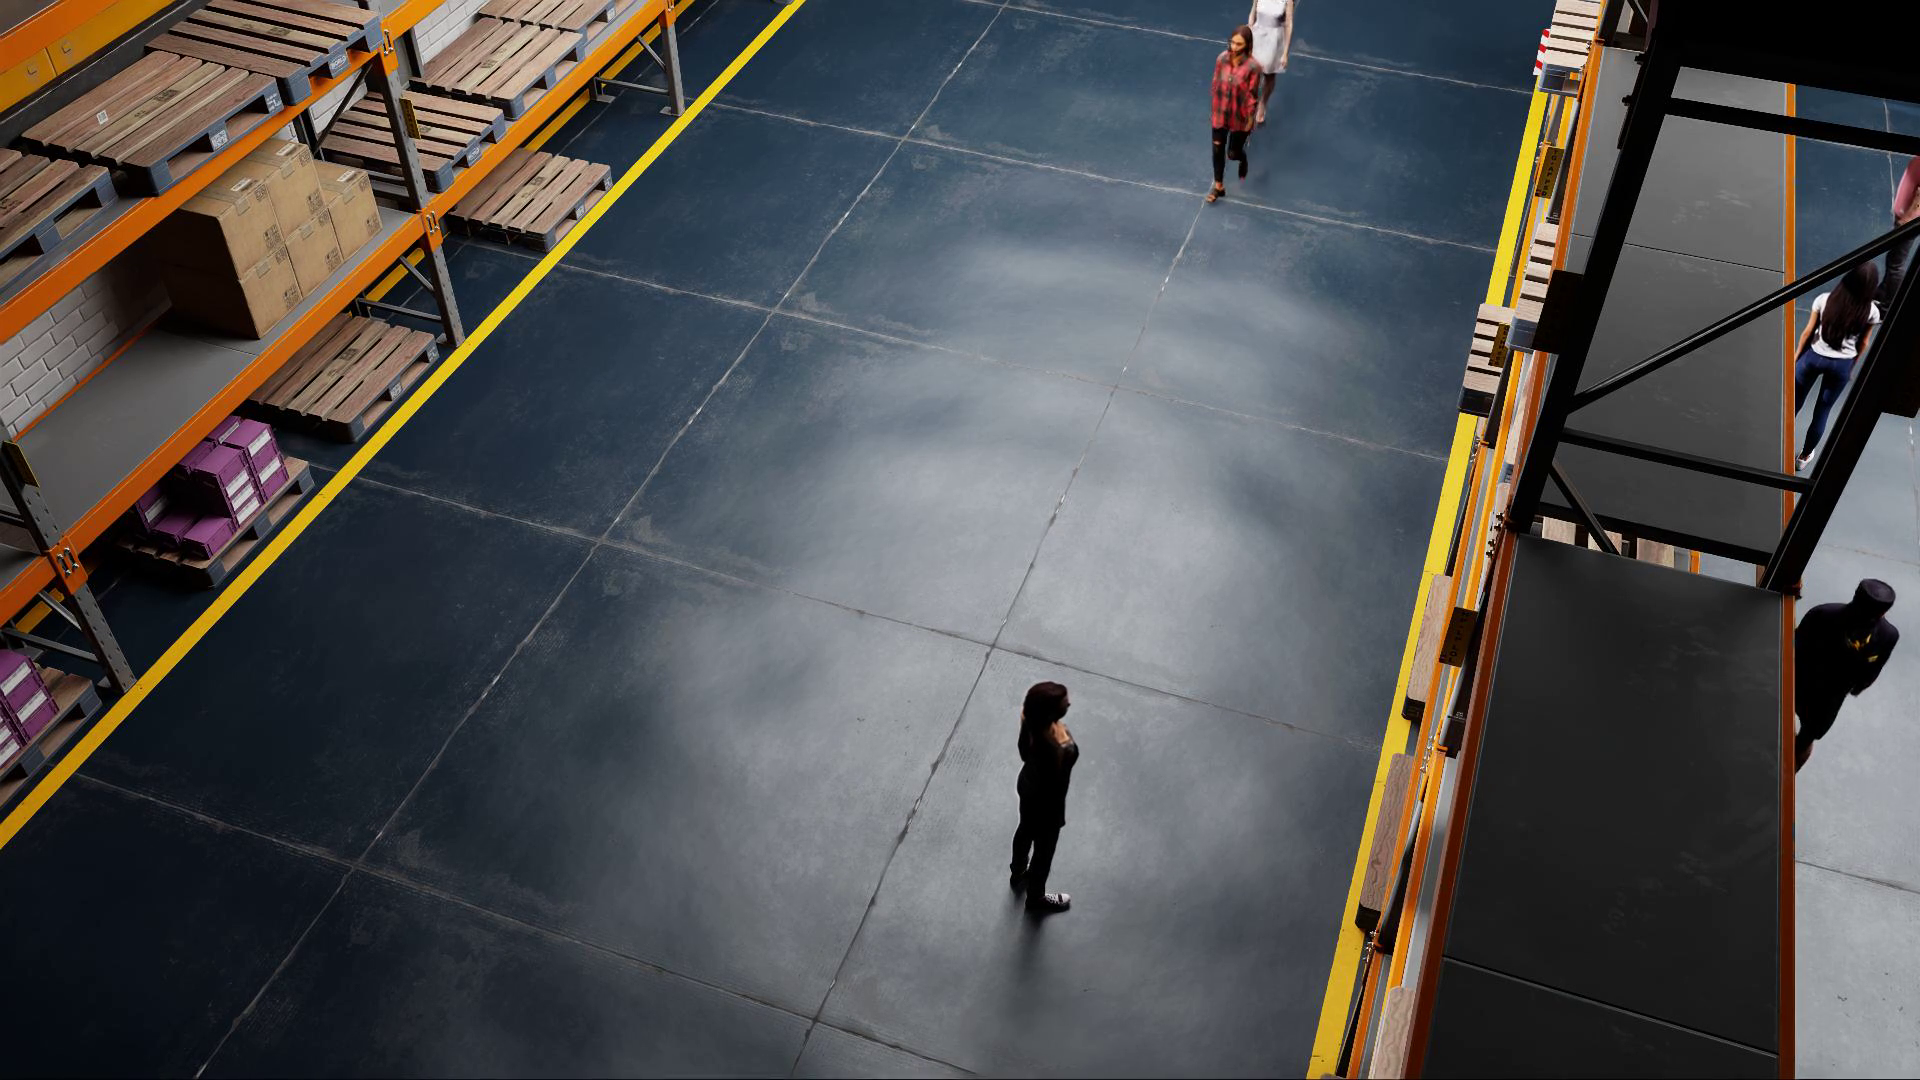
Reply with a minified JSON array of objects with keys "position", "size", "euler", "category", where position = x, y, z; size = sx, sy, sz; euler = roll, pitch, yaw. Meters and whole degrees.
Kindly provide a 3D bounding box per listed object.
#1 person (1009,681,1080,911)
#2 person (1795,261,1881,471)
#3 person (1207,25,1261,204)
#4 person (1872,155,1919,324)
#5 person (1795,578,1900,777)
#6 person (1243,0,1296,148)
[{"position":[0.447,1.413,9.244],"size":[0.750,1.768,0.680],"euler":[-16,46,-16],"category":"person"},{"position":[6.260,-1.254,12.039],"size":[0.615,1.774,0.552],"euler":[20,47,20],"category":"person"},{"position":[2.463,-3.798,14.774],"size":[0.753,1.687,0.862],"euler":[30,51,28],"category":"person"},{"position":[7.686,-2.652,13.376],"size":[0.679,1.955,0.514],"euler":[17,46,17],"category":"person"},{"position":[5.168,0.799,9.995],"size":[0.787,1.623,1.119],"euler":[20,47,20],"category":"person"},{"position":[2.906,-4.634,15.617],"size":[0.616,1.733,1.101],"euler":[14,45,14],"category":"person"}]
